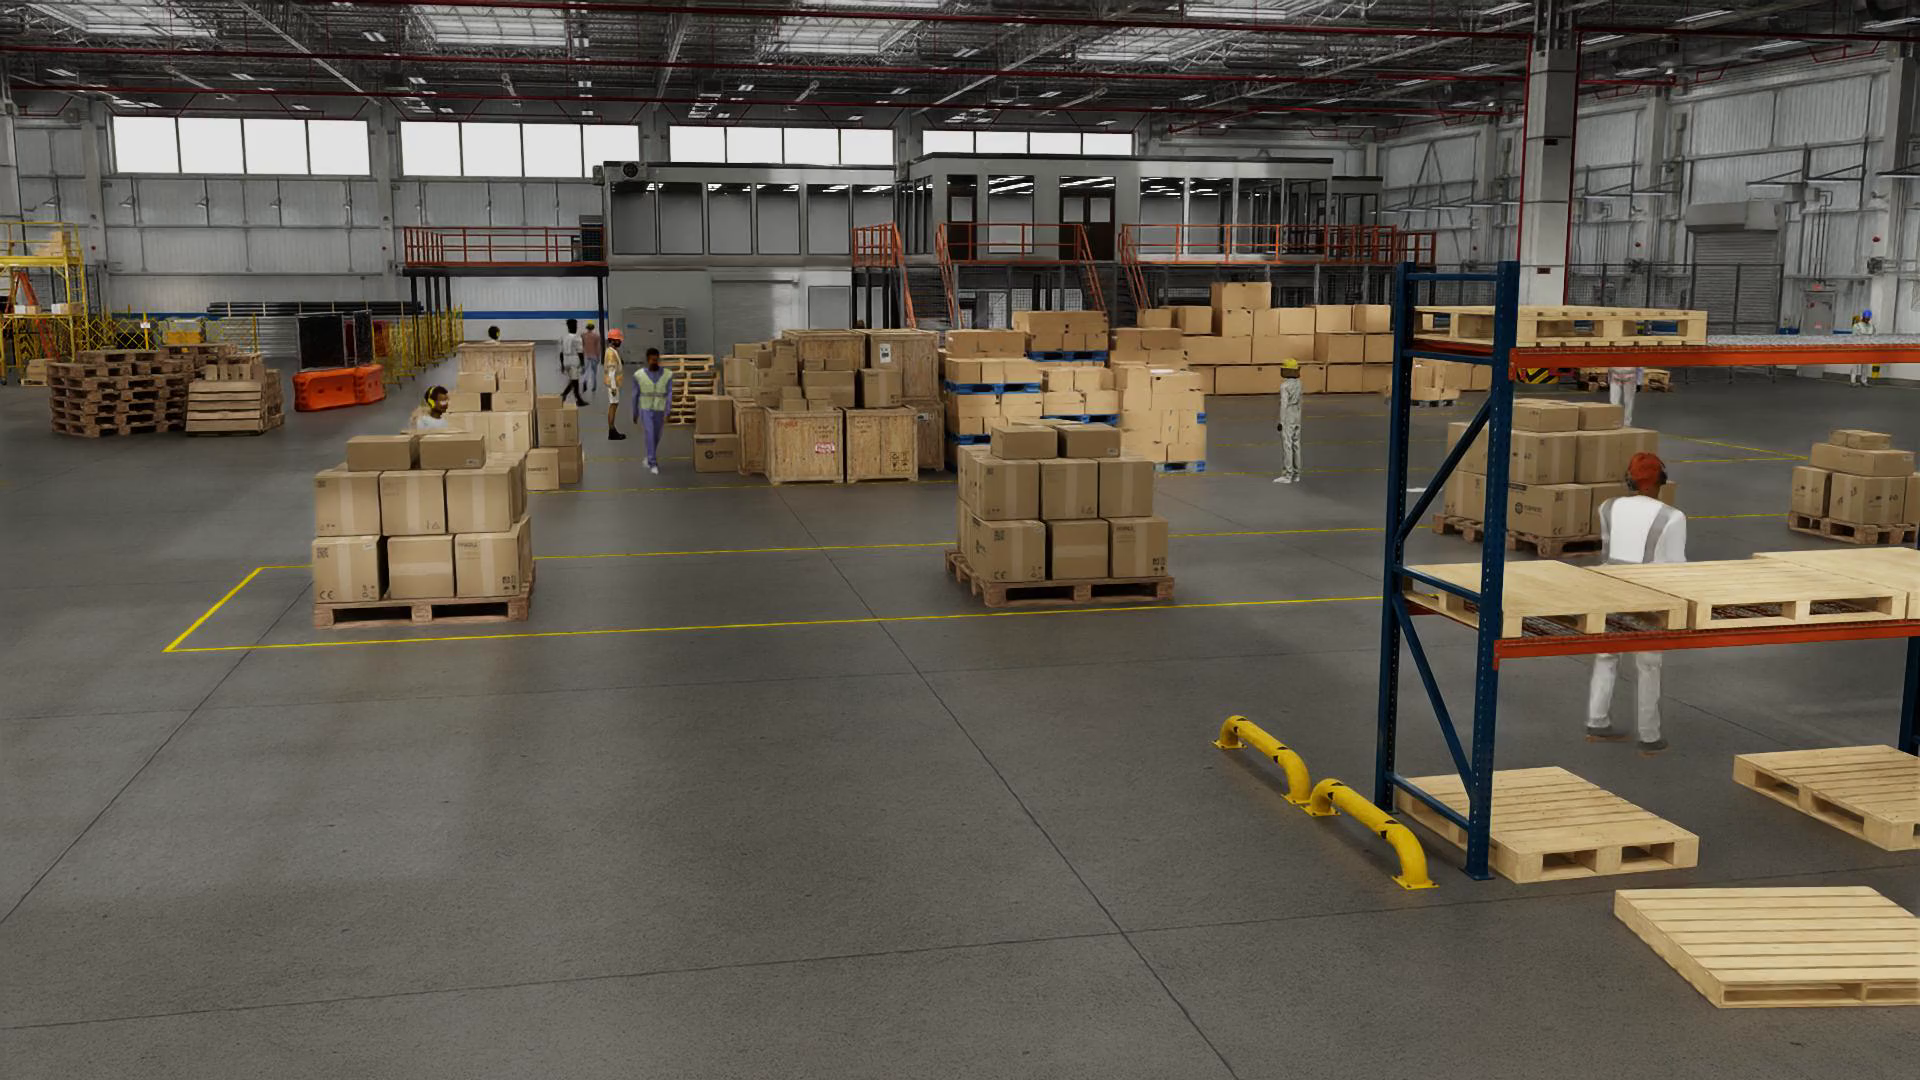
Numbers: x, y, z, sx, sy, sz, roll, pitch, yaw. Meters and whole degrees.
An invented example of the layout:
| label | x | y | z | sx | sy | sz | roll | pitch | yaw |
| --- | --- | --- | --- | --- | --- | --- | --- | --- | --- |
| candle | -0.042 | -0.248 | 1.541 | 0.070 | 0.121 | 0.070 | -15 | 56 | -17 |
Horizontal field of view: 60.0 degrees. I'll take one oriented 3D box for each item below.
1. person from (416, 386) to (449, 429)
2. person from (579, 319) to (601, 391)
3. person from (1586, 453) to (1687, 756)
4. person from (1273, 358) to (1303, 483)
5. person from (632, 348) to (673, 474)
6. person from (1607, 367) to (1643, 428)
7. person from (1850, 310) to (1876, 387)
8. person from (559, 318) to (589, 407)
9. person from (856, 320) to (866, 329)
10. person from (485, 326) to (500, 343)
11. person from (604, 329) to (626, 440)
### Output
| label | x | y | z | sx | sy | sz | roll | pitch | yaw |
| --- | --- | --- | --- | --- | --- | --- | --- | --- | --- |
| person | -5.306 | -0.639 | 16.741 | 0.979 | 1.833 | 0.502 | 4 | 10 | 22 |
| person | -8.970 | -4.466 | 40.286 | 0.534 | 1.744 | 0.688 | -1 | 9 | -5 |
| person | 4.193 | 0.396 | 10.282 | 0.377 | 1.869 | 0.607 | -7 | 12 | -38 |
| person | 4.591 | -1.669 | 23.254 | 0.299 | 1.743 | 0.493 | 9 | 13 | 42 |
| person | -4.547 | -1.924 | 24.506 | 0.581 | 1.855 | 0.918 | -4 | 10 | -23 |
| person | 12.053 | -2.840 | 30.220 | 0.644 | 1.793 | 0.946 | 6 | 11 | 33 |
| person | 22.605 | -4.788 | 41.639 | 0.605 | 1.950 | 0.380 | 0 | 9 | -1 |
| person | -8.284 | -3.757 | 35.381 | 0.607 | 1.938 | 0.905 | 7 | 11 | 35 |
| person | -2.187 | -3.951 | 36.855 | 0.513 | 1.844 | 0.336 | 1 | 9 | 5 |
| person | -9.214 | -3.337 | 33.131 | 0.560 | 1.833 | 0.886 | 1 | 9 | 6 |
| person | -6.019 | -2.719 | 29.069 | 0.365 | 1.934 | 0.552 | -1 | 9 | -8 |
